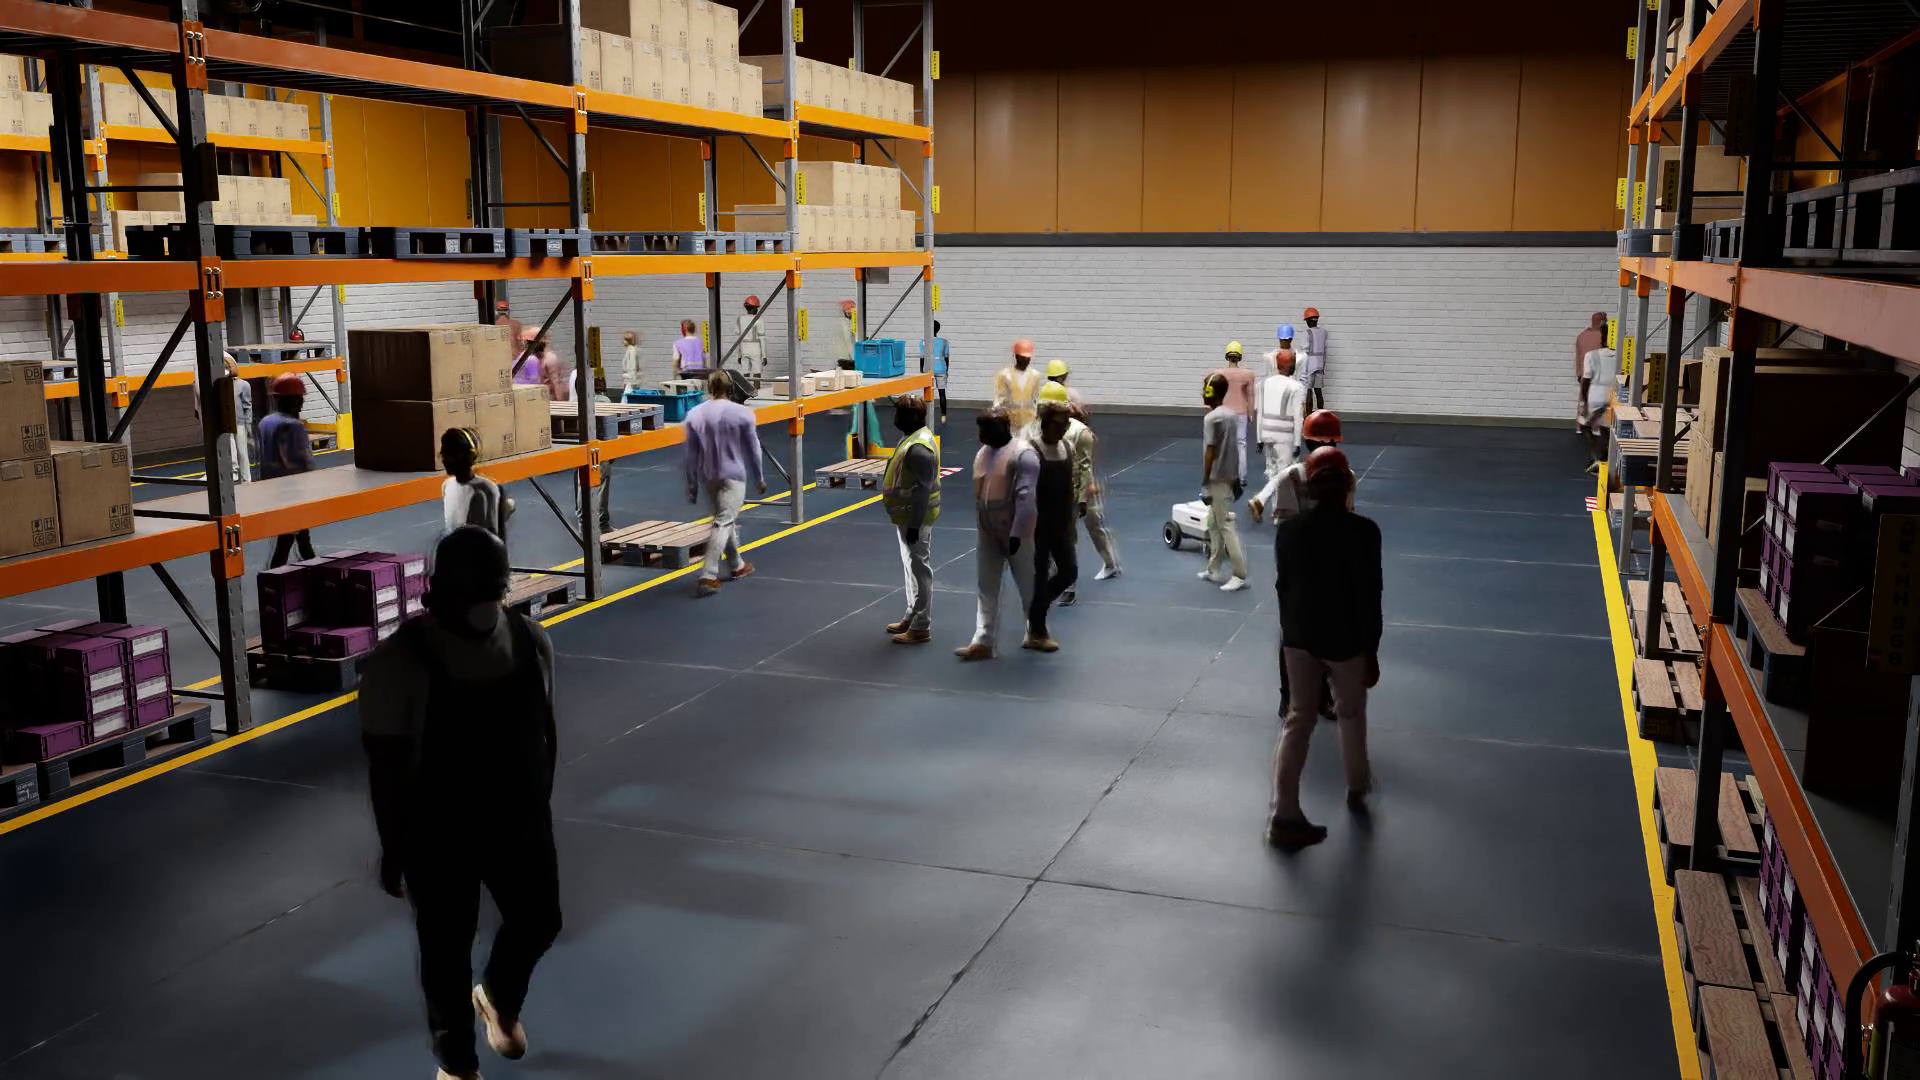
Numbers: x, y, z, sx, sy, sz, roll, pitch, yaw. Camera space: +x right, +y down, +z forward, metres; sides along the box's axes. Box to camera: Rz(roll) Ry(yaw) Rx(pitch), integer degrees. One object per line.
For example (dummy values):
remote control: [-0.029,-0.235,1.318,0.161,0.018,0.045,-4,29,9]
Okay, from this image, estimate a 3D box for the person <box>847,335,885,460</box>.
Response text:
person: [-1.141,-1.828,21.951,0.771,1.733,0.537,-2,10,-11]

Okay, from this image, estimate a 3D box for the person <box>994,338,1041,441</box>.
person: [0.607,-1.354,18.827,0.581,1.899,0.731,-3,11,-17]

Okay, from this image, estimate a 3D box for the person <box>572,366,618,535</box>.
person: [-3.690,-0.921,16.866,0.487,1.740,0.318,5,11,27]

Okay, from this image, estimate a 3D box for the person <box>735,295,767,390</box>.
person: [-3.645,-3.272,29.242,0.615,2.040,0.391,5,11,27]

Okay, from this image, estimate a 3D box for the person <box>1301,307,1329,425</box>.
person: [5.630,-2.756,26.661,0.543,1.928,0.373,-6,12,-32]

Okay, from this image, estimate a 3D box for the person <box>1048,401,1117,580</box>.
person: [1.003,-0.407,14.412,0.917,1.585,0.530,-6,12,-29]

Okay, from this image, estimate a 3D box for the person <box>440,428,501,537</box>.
person: [-2.964,0.257,9.923,0.523,1.840,0.781,5,11,28]

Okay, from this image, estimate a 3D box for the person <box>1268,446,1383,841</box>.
person: [1.868,0.503,8.333,0.672,1.913,1.011,8,13,38]

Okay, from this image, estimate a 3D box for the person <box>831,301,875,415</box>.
person: [-1.834,-3.132,28.670,0.889,1.957,0.611,0,10,1]

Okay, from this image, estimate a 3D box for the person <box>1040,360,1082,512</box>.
person: [1.147,-1.093,17.870,0.855,1.716,0.536,-10,14,-43]

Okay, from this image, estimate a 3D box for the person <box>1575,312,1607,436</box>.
person: [9.761,-2.546,25.539,0.403,1.906,0.652,-5,11,-26]

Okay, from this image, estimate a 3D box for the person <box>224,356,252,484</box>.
person: [-8.537,-1.333,19.467,0.500,1.636,0.286,-1,10,-8]

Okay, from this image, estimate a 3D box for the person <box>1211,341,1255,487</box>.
person: [3.294,-1.517,20.137,0.533,1.768,0.310,0,10,2]

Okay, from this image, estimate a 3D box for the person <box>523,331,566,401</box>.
person: [-5.359,-1.753,21.265,0.652,1.845,1.000,8,13,37]

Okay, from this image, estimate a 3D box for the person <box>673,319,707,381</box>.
person: [-4.062,-2.452,25.297,0.568,1.813,0.785,-8,13,-39]

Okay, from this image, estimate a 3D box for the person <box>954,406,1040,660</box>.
person: [0.305,-0.056,11.892,0.608,1.780,0.880,8,13,37]

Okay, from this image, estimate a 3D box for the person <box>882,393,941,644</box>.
person: [-0.361,-0.161,12.289,0.429,1.844,0.627,-1,10,-8]

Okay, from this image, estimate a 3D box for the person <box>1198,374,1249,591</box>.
person: [2.271,-0.497,14.269,0.593,1.830,0.597,6,12,32]

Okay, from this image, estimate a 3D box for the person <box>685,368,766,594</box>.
person: [-2.026,-0.511,14.164,0.627,1.893,1.042,4,11,22]

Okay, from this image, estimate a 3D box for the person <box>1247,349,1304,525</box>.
person: [3.257,-1.048,17.249,0.743,1.865,0.587,-8,13,-37]

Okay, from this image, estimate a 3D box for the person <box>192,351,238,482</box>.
person: [-9.171,-1.638,20.422,0.651,1.906,0.403,4,11,23]

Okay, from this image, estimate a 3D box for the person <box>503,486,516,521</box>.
person: [-4.958,-1.115,17.231,0.634,1.983,1.063,1,10,5]

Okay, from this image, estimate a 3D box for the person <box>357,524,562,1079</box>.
person: [-1.641,0.921,5.630,0.699,2.000,0.541,-8,13,-39]

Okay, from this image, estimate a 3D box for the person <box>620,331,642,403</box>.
person: [-5.031,-2.370,25.329,0.375,1.624,0.536,-3,11,-17]

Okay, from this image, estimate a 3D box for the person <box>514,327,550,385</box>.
person: [-5.365,-1.752,21.098,0.907,1.887,0.572,-5,11,-26]

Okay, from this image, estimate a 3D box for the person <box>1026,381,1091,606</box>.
person: [0.764,-0.376,13.526,0.601,1.830,0.403,5,11,28]

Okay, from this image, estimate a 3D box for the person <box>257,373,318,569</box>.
person: [-5.330,-0.404,13.511,0.562,1.891,0.927,8,13,39]

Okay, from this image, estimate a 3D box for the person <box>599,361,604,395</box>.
person: [-5.002,-1.888,22.581,0.314,1.640,0.516,4,11,22]

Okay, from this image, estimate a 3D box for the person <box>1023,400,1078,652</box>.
person: [0.624,-0.105,12.007,0.539,1.825,0.449,-7,12,-34]

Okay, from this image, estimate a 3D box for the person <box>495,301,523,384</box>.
person: [-7.811,-3.108,28.521,0.646,1.967,0.499,-4,11,-22]

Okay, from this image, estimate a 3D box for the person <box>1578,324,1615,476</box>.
person: [8.141,-1.775,21.086,0.634,1.942,0.424,-1,10,-3]

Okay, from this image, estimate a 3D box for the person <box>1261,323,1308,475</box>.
person: [4.099,-1.777,21.114,0.605,1.939,0.411,3,11,18]

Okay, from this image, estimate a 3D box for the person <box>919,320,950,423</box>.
person: [-0.422,-2.751,27.276,0.531,1.698,0.320,-3,11,-18]

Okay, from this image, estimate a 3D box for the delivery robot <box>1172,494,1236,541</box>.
delivery robot: [2.325,-0.199,15.861,0.477,0.478,0.707,-4,11,-22]

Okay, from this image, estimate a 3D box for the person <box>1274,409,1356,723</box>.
person: [2.183,0.166,10.176,0.552,1.937,0.356,-4,11,-19]

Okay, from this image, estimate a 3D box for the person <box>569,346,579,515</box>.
person: [-4.034,-1.191,17.870,0.390,1.920,0.587,-3,10,-16]
